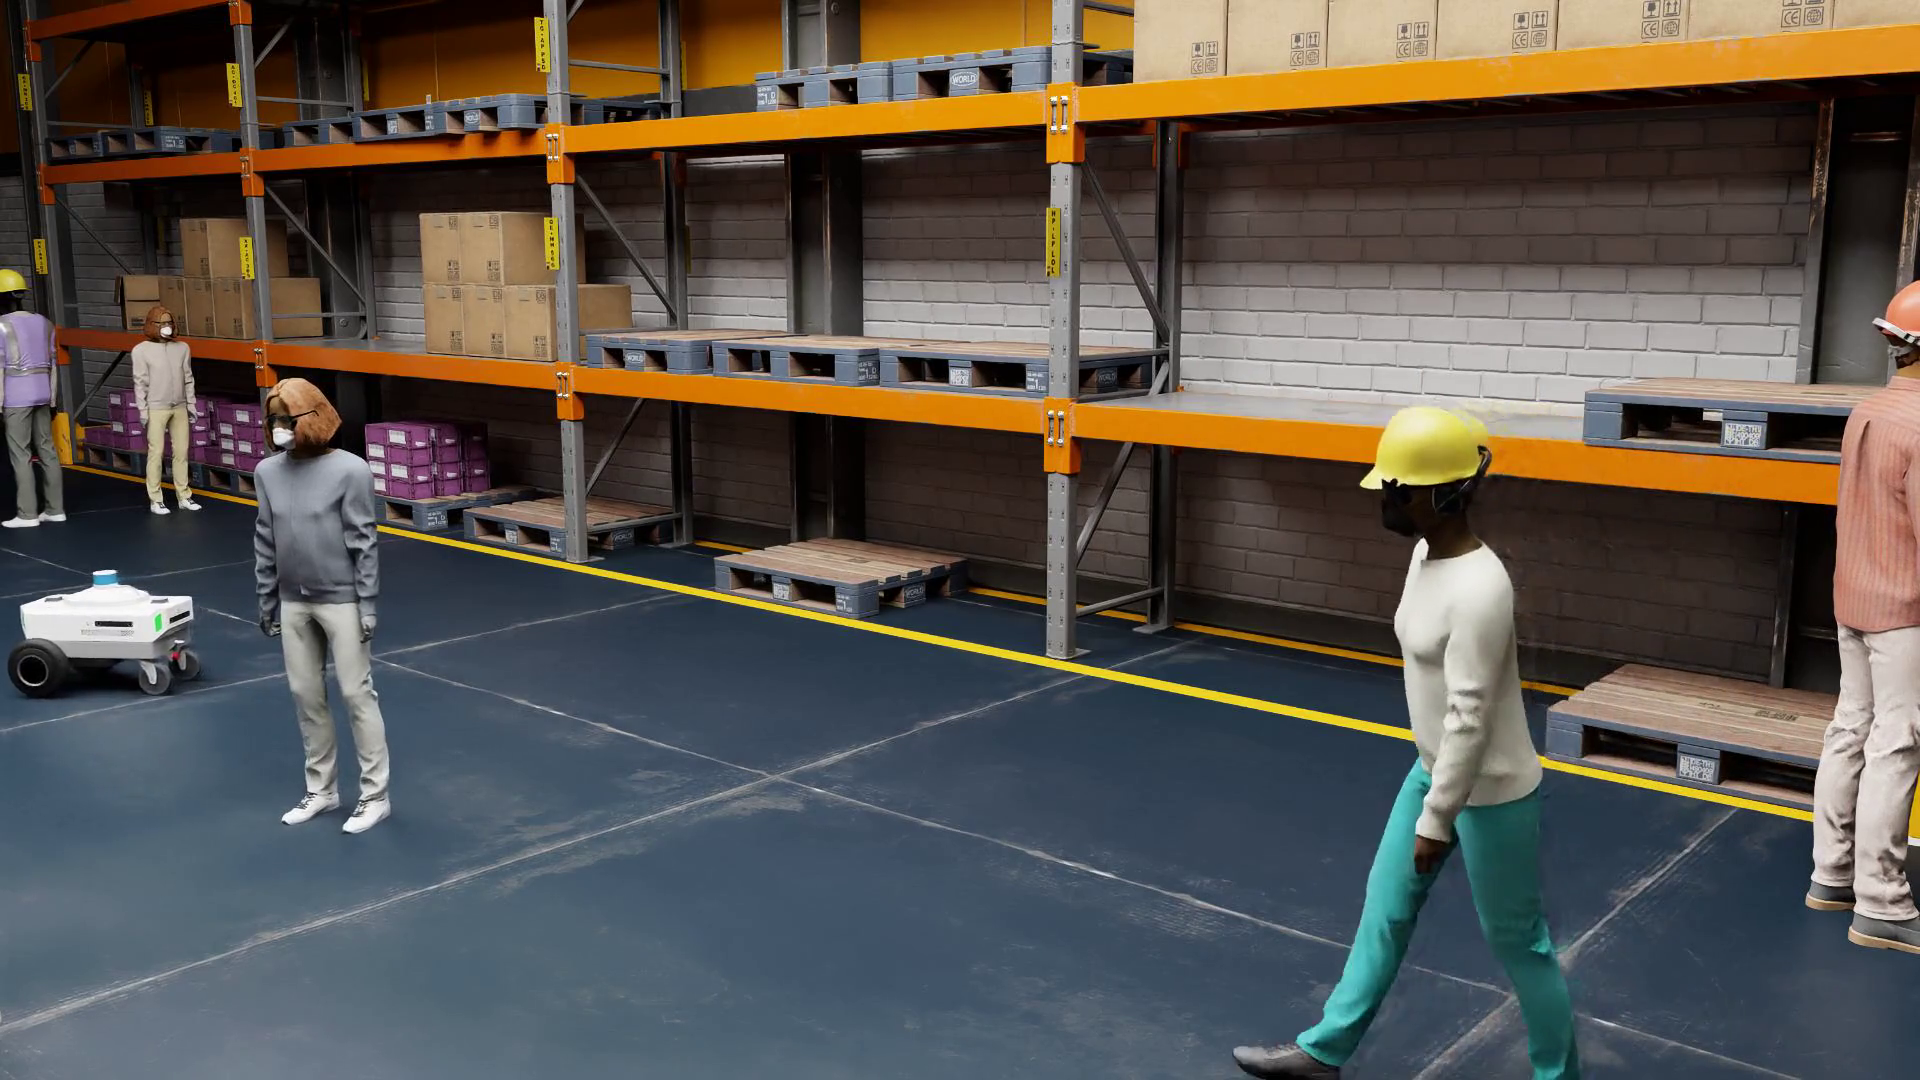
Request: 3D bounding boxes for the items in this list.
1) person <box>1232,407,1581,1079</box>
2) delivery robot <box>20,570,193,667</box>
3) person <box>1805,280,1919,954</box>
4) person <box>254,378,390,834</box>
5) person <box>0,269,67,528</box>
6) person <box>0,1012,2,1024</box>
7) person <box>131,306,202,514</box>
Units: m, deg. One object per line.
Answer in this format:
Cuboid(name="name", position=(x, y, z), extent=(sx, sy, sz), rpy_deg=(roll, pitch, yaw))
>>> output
Cuboid(name="person", position=(1.071, 0.554, 3.826), extent=(0.874, 1.716, 0.537), rpy_deg=(0, 10, 0))
Cuboid(name="delivery robot", position=(-4.012, 0.386, 7.843), extent=(0.707, 0.478, 0.477), rpy_deg=(1, 10, 4))
Cuboid(name="person", position=(2.813, 0.218, 4.969), extent=(0.376, 1.995, 0.608), rpy_deg=(1, 10, 5))
Cuboid(name="person", position=(-2.295, 0.232, 5.948), extent=(0.507, 1.623, 0.290), rpy_deg=(3, 10, 17))
Cuboid(name="person", position=(-6.996, -1.047, 12.406), extent=(0.397, 1.919, 0.592), rpy_deg=(3, 10, 17))
Cuboid(name="person", position=(-2.760, 0.368, 4.135), extent=(0.613, 1.988, 0.398), rpy_deg=(-7, 12, -35))
Cuboid(name="person", position=(-6.224, -1.015, 13.046), extent=(0.283, 1.624, 0.494), rpy_deg=(5, 11, 28))
